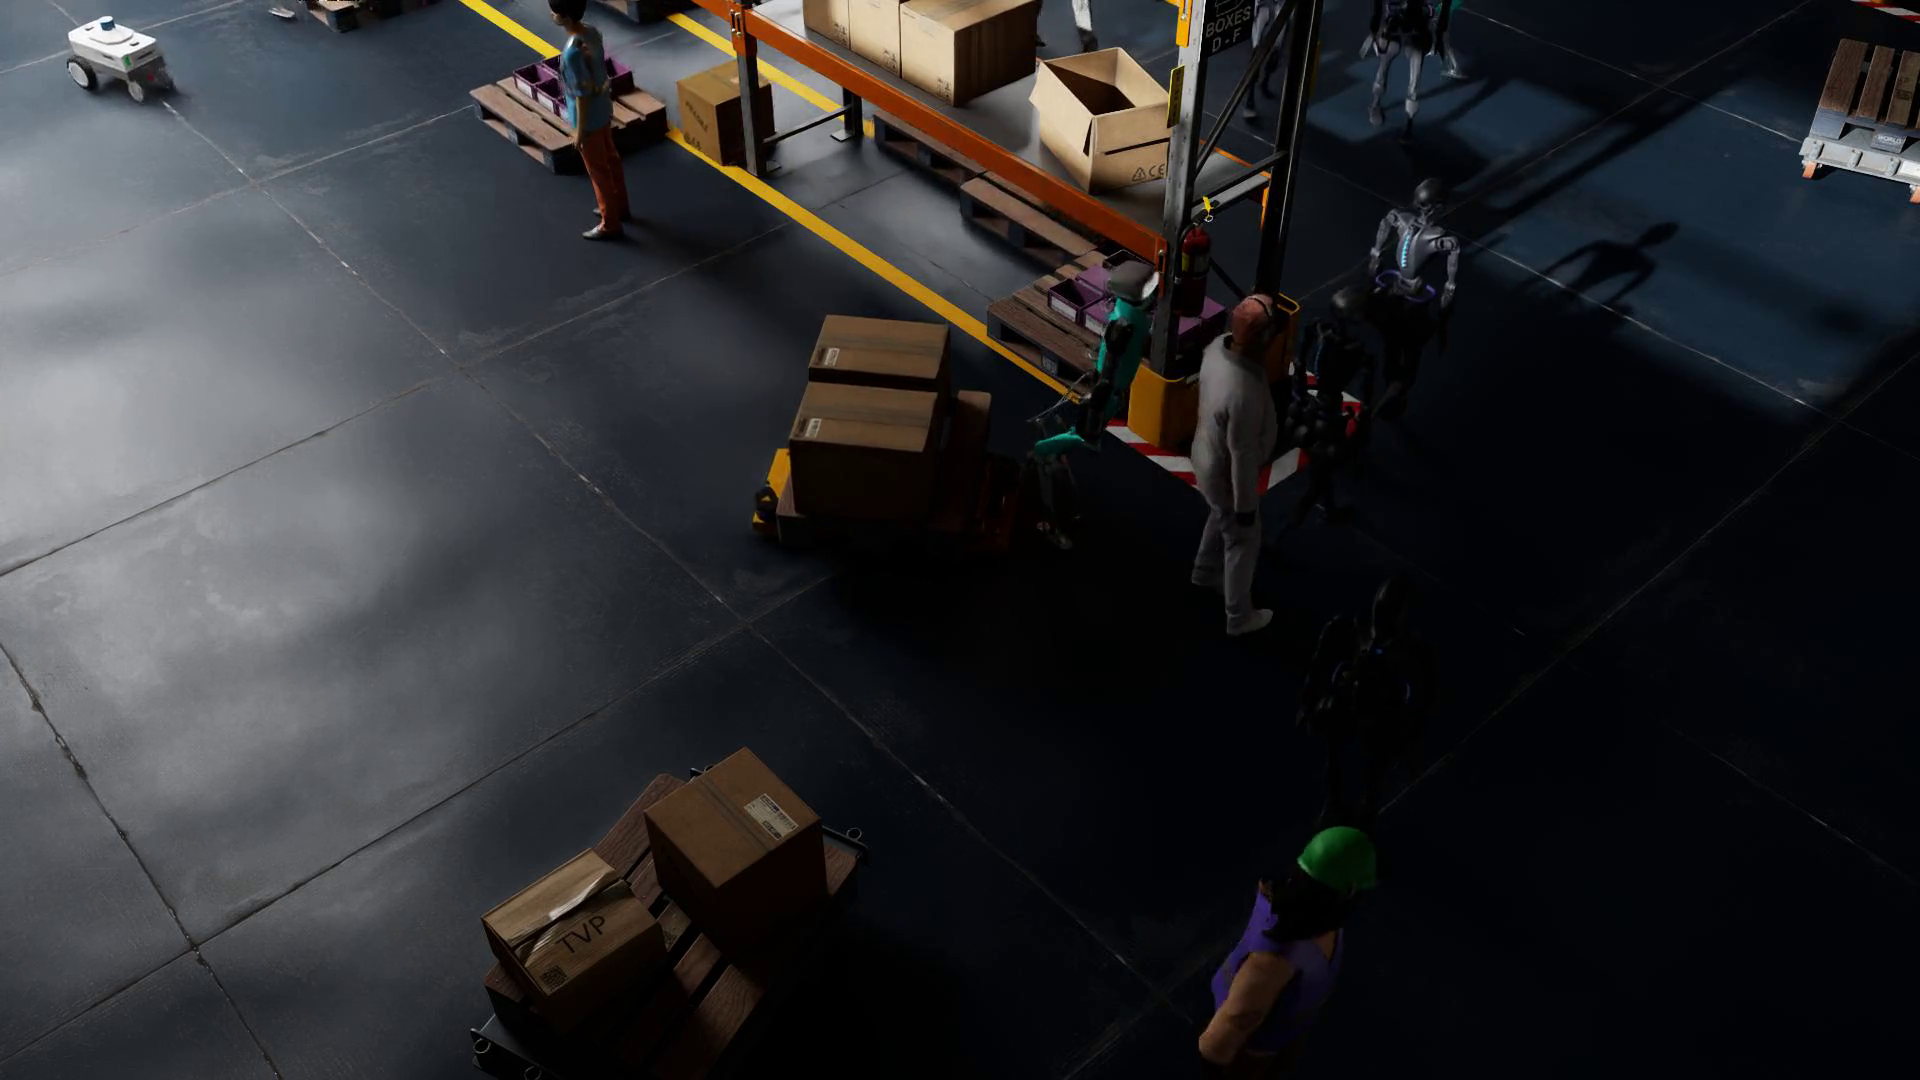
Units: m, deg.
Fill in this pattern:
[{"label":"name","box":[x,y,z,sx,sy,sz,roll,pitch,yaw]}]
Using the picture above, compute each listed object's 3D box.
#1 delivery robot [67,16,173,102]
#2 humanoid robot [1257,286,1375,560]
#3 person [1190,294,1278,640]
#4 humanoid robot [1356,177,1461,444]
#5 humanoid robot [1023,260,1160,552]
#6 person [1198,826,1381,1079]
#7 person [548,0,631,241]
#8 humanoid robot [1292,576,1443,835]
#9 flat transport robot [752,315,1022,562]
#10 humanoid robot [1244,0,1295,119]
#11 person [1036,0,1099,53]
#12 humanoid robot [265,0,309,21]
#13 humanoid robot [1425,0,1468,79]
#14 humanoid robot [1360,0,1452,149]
[{"label":"delivery robot","box":[-6.606,-3.802,13.020,0.770,0.595,0.499,22,47,22]},{"label":"humanoid robot","box":[1.928,-0.611,8.768,0.791,1.625,0.598,-25,48,-25]},{"label":"person","box":[1.398,-0.374,8.313,0.482,1.868,0.698,-2,43,-2]},{"label":"humanoid robot","box":[2.498,-1.324,9.506,0.607,1.644,0.590,-33,52,-31]},{"label":"humanoid robot","box":[0.631,-0.721,8.810,0.749,1.788,0.539,16,45,17]},{"label":"person","box":[1.062,1.758,5.990,0.438,1.885,0.750,29,50,28]},{"label":"person","box":[-2.462,-2.823,11.059,0.304,1.763,0.506,4,43,5]},{"label":"humanoid robot","box":[1.746,0.786,7.207,0.589,1.641,0.530,17,45,18]},{"label":"flat transport robot","box":[-0.399,-0.252,9.369,1.431,0.231,0.659,6,43,6]},{"label":"humanoid robot","box":[2.353,-3.972,12.391,0.586,1.648,0.661,-1,43,-1]},{"label":"person","box":[0.805,-4.616,12.975,0.554,1.815,1.024,-23,47,-23]},{"label":"humanoid robot","box":[-5.705,-5.016,13.516,0.744,1.856,0.542,14,44,14]},{"label":"humanoid robot","box":[3.866,-4.459,12.884,0.794,1.798,0.530,14,44,14]},{"label":"humanoid robot","box":[3.246,-3.674,12.077,0.609,1.622,0.773,2,43,2]}]
